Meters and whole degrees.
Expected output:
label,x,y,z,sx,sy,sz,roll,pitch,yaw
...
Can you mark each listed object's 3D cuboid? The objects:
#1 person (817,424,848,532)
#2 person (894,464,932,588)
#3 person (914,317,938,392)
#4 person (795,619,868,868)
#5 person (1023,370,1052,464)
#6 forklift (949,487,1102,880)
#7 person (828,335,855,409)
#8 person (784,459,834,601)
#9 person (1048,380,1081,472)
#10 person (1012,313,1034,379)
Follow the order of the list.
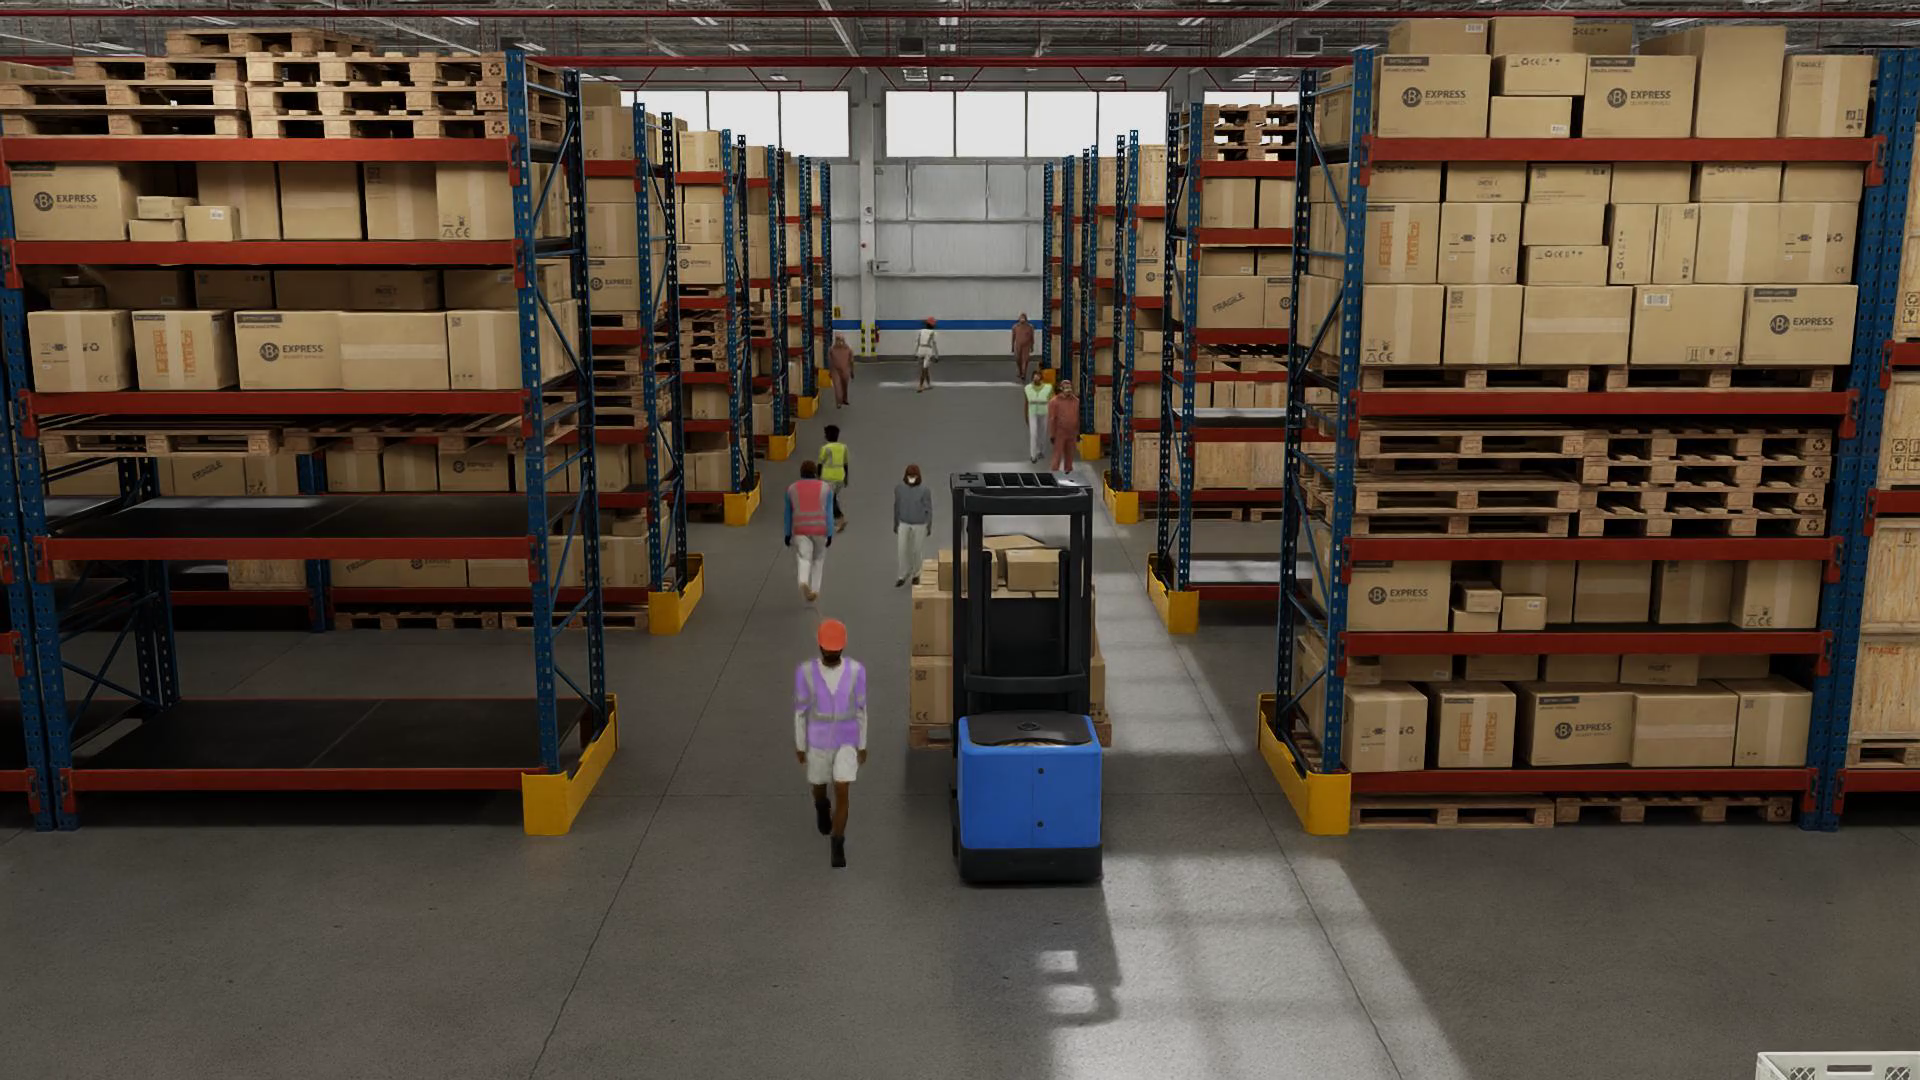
label,x,y,z,sx,sy,sz,roll,pitch,yaw
person,-1.926,-0.960,25.513,0.761,1.656,0.529,11,15,42
person,-0.636,-0.170,21.658,0.528,1.612,0.629,2,12,10
person,-0.876,-4.957,44.528,0.619,1.971,1.063,7,13,30
person,-0.981,1.499,12.719,0.550,1.908,0.668,-1,11,-6
person,1.528,-2.427,32.426,0.584,1.807,0.950,0,11,2
forklift,0.495,0.986,12.813,1.129,2.768,1.873,0,11,-2
person,-2.931,-4.189,41.137,0.661,1.824,1.122,-1,11,-6
person,-1.892,-0.091,20.878,0.638,1.804,0.748,-1,11,-5
person,1.877,-1.888,29.483,0.648,1.907,0.401,-7,13,-30
person,1.799,-5.542,47.614,0.674,1.891,0.431,2,12,9
